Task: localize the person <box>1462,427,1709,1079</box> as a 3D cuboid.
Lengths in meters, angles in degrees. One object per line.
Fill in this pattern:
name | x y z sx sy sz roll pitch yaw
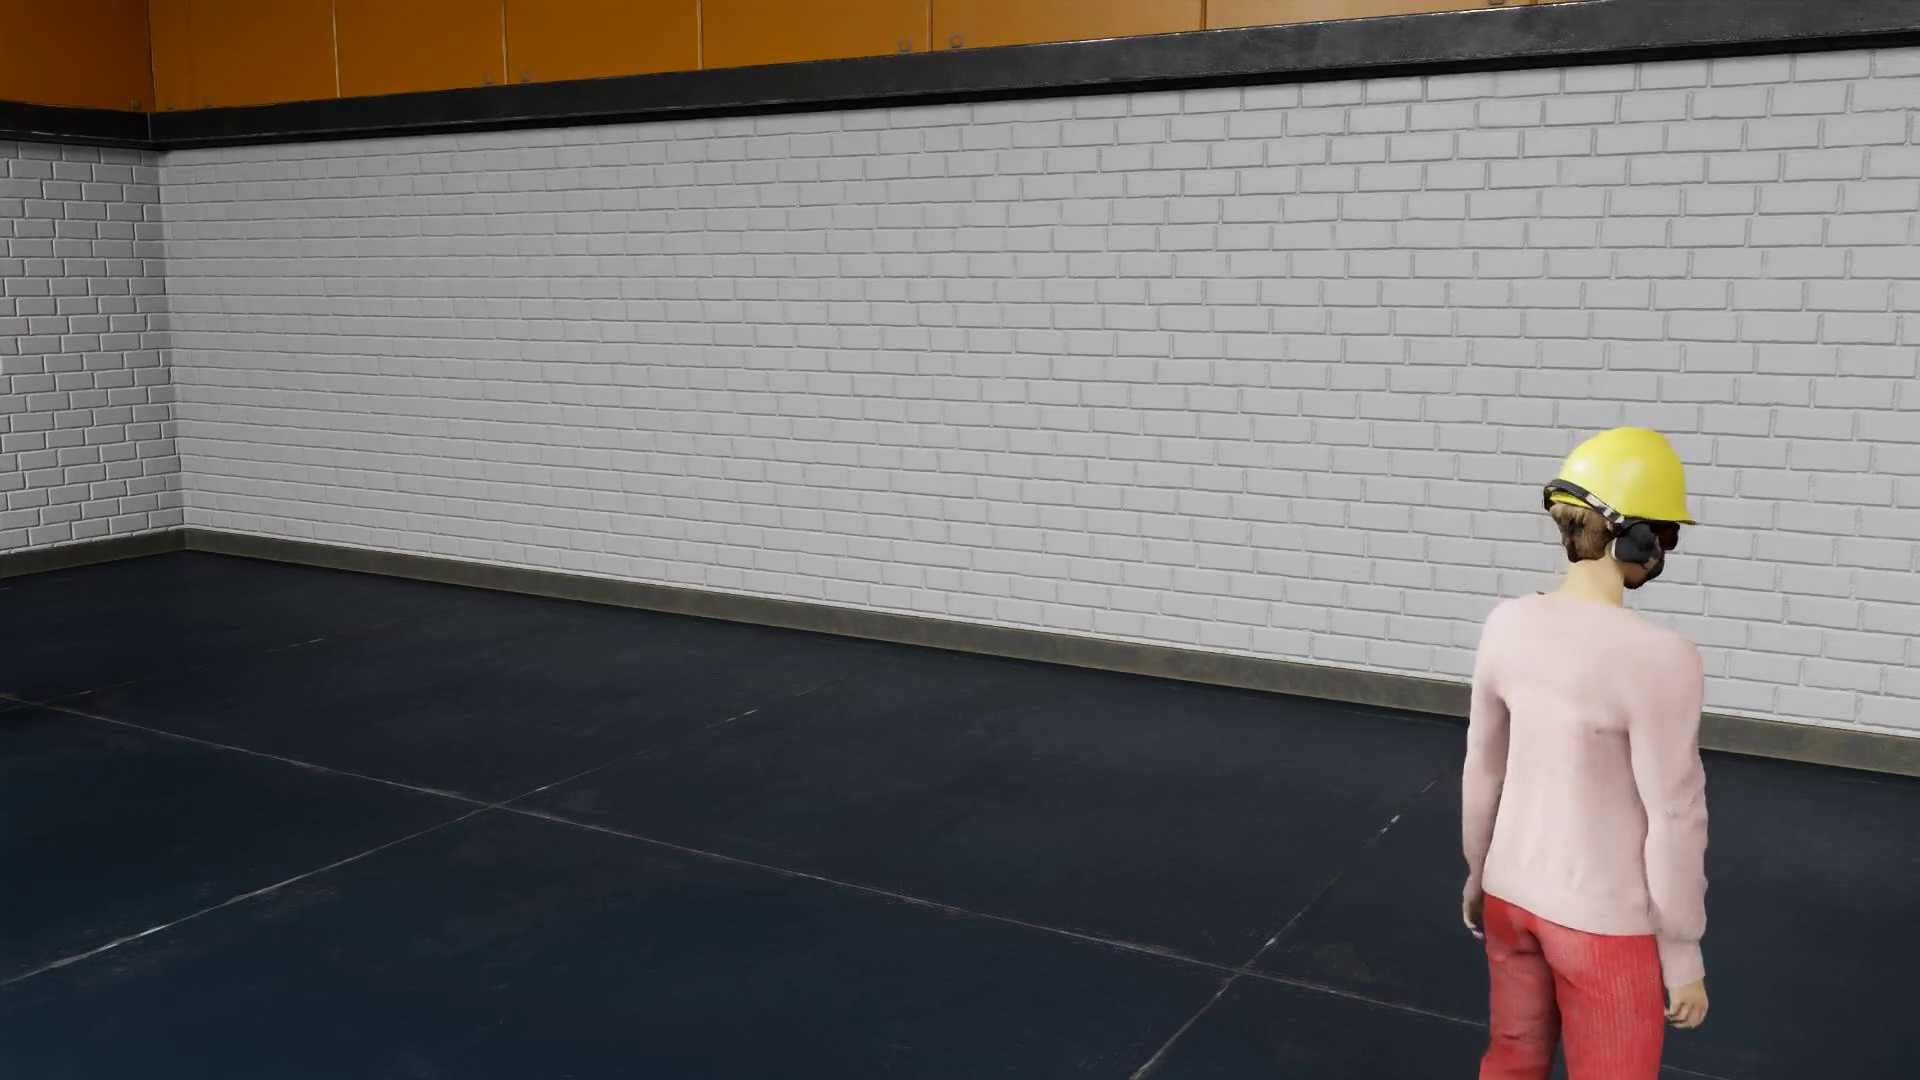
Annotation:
person | 1.134 0.672 3.044 0.360 1.762 0.568 -3 10 -20
